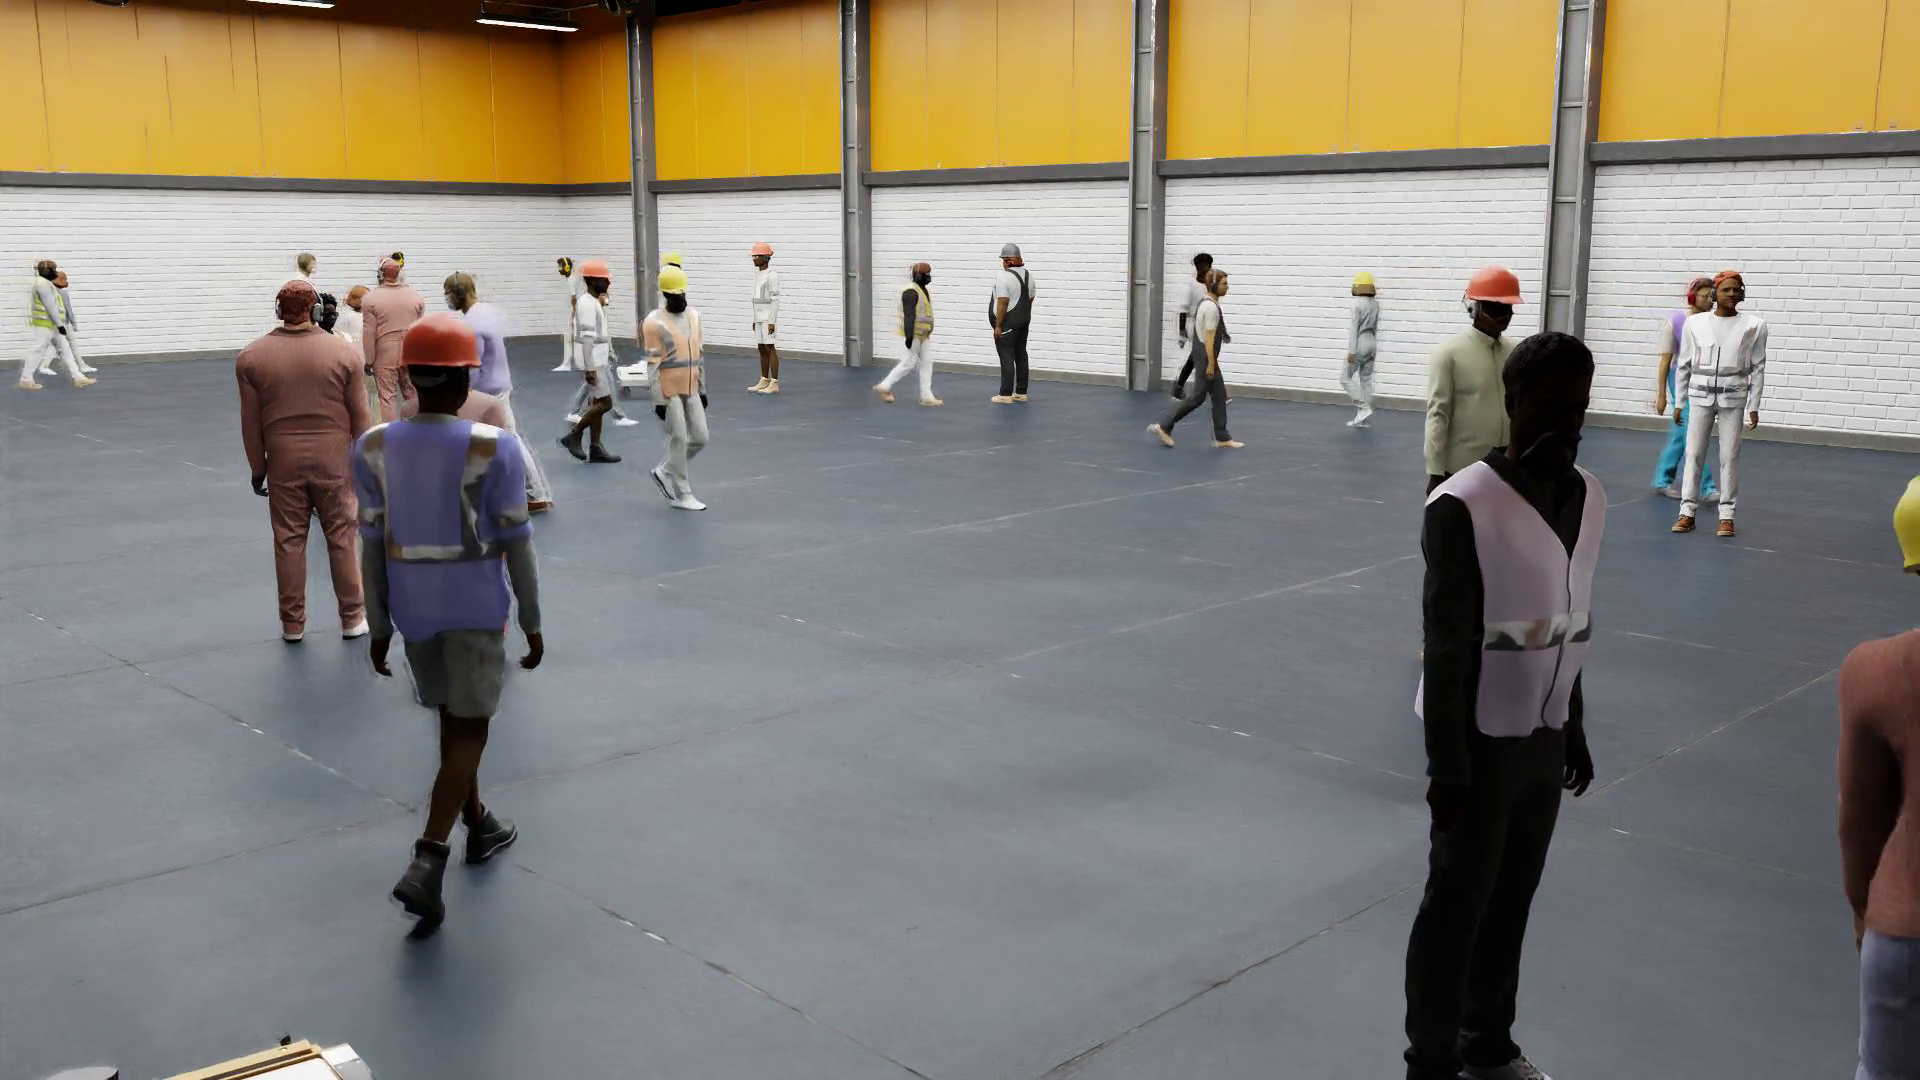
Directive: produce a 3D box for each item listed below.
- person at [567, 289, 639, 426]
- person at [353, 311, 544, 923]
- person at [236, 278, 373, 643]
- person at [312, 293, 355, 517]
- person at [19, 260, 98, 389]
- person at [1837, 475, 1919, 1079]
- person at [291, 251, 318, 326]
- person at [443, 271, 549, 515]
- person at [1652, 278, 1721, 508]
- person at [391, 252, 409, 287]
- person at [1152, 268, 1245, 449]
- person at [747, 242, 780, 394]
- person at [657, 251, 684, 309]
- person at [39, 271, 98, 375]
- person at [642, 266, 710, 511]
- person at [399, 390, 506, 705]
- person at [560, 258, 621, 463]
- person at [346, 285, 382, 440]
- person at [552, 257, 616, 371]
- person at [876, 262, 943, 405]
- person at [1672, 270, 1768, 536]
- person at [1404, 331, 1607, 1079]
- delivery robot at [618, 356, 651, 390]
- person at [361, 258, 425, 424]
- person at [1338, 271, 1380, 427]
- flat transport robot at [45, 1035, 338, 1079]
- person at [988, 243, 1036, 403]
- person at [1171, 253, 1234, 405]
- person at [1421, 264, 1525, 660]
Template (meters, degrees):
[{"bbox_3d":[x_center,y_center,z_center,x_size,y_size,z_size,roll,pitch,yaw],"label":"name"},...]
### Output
[{"bbox_3d":[-4.076,-2.077,18.696,0.846,1.590,0.512,1,10,4],"label":"person"},{"bbox_3d":[-1.639,0.228,5.296,0.556,1.903,0.938,1,10,7],"label":"person"},{"bbox_3d":[-3.406,-0.407,8.732,0.641,1.908,0.407,-3,11,-13],"label":"person"},{"bbox_3d":[-4.817,-1.032,12.710,0.318,1.697,0.535,6,12,30],"label":"person"},{"bbox_3d":[-12.684,-2.993,23.165,0.979,1.797,0.620,-5,11,-24],"label":"person"},{"bbox_3d":[1.865,0.749,2.940,0.338,1.720,0.683,-6,12,-31],"label":"person"},{"bbox_3d":[-8.550,-2.785,21.648,0.548,1.923,0.636,-2,11,-9],"label":"person"},{"bbox_3d":[-3.646,-1.085,12.559,1.064,1.852,0.691,-2,11,-10],"label":"person"},{"bbox_3d":[5.853,-1.164,13.146,0.595,1.793,0.960,-4,11,-19],"label":"person"},{"bbox_3d":[-10.125,-4.298,30.203,0.518,1.815,0.986,9,13,39],"label":"person"},{"bbox_3d":[2.379,-1.792,16.563,0.876,1.818,0.517,1,10,8],"label":"person"},{"bbox_3d":[-2.645,-2.980,22.387,0.375,2.044,0.604,-7,12,-32],"label":"person"},{"bbox_3d":[-4.382,-3.391,25.049,0.849,1.901,0.597,6,12,28],"label":"person"},{"bbox_3d":[-13.839,-3.344,25.630,0.504,1.586,0.884,10,14,43],"label":"person"},{"bbox_3d":[-2.199,-1.165,12.868,0.503,1.900,0.629,7,12,32],"label":"person"},{"bbox_3d":[-2.366,-0.153,7.874,0.526,1.717,0.913,-1,10,-3],"label":"person"},{"bbox_3d":[-3.417,-1.652,15.486,0.475,1.920,0.571,-1,10,-4],"label":"person"},{"bbox_3d":[-6.139,-1.838,17.339,0.681,1.608,0.520,0,10,-1],"label":"person"},{"bbox_3d":[-5.945,-3.555,26.219,0.948,1.809,0.535,-3,11,-17],"label":"person"},{"bbox_3d":[-0.646,-2.582,20.887,0.787,1.809,0.642,3,11,18],"label":"person"},{"bbox_3d":[5.399,-0.970,11.862,0.583,1.883,0.350,6,12,31],"label":"person"},{"bbox_3d":[1.292,0.464,3.956,0.590,1.915,0.391,-8,13,-38],"label":"person"},{"bbox_3d":[-4.111,-2.162,21.731,0.707,0.478,0.477,-2,10,-9],"label":"delivery robot"},{"bbox_3d":[-5.547,-1.795,16.288,0.641,1.912,0.410,-9,14,-42],"label":"person"},{"bbox_3d":[4.447,-2.118,18.519,0.511,1.728,0.354,-9,14,-39],"label":"person"},{"bbox_3d":[-1.437,1.385,3.420,0.652,0.197,1.431,-8,13,-37],"label":"flat transport robot"},{"bbox_3d":[0.620,-2.778,21.291,0.538,2.000,0.690,8,13,38],"label":"person"},{"bbox_3d":[3.017,-2.626,20.840,1.031,1.916,0.624,10,14,43],"label":"person"},{"bbox_3d":[2.555,-0.351,8.188,0.622,1.990,0.402,-5,12,-26],"label":"person"}]
